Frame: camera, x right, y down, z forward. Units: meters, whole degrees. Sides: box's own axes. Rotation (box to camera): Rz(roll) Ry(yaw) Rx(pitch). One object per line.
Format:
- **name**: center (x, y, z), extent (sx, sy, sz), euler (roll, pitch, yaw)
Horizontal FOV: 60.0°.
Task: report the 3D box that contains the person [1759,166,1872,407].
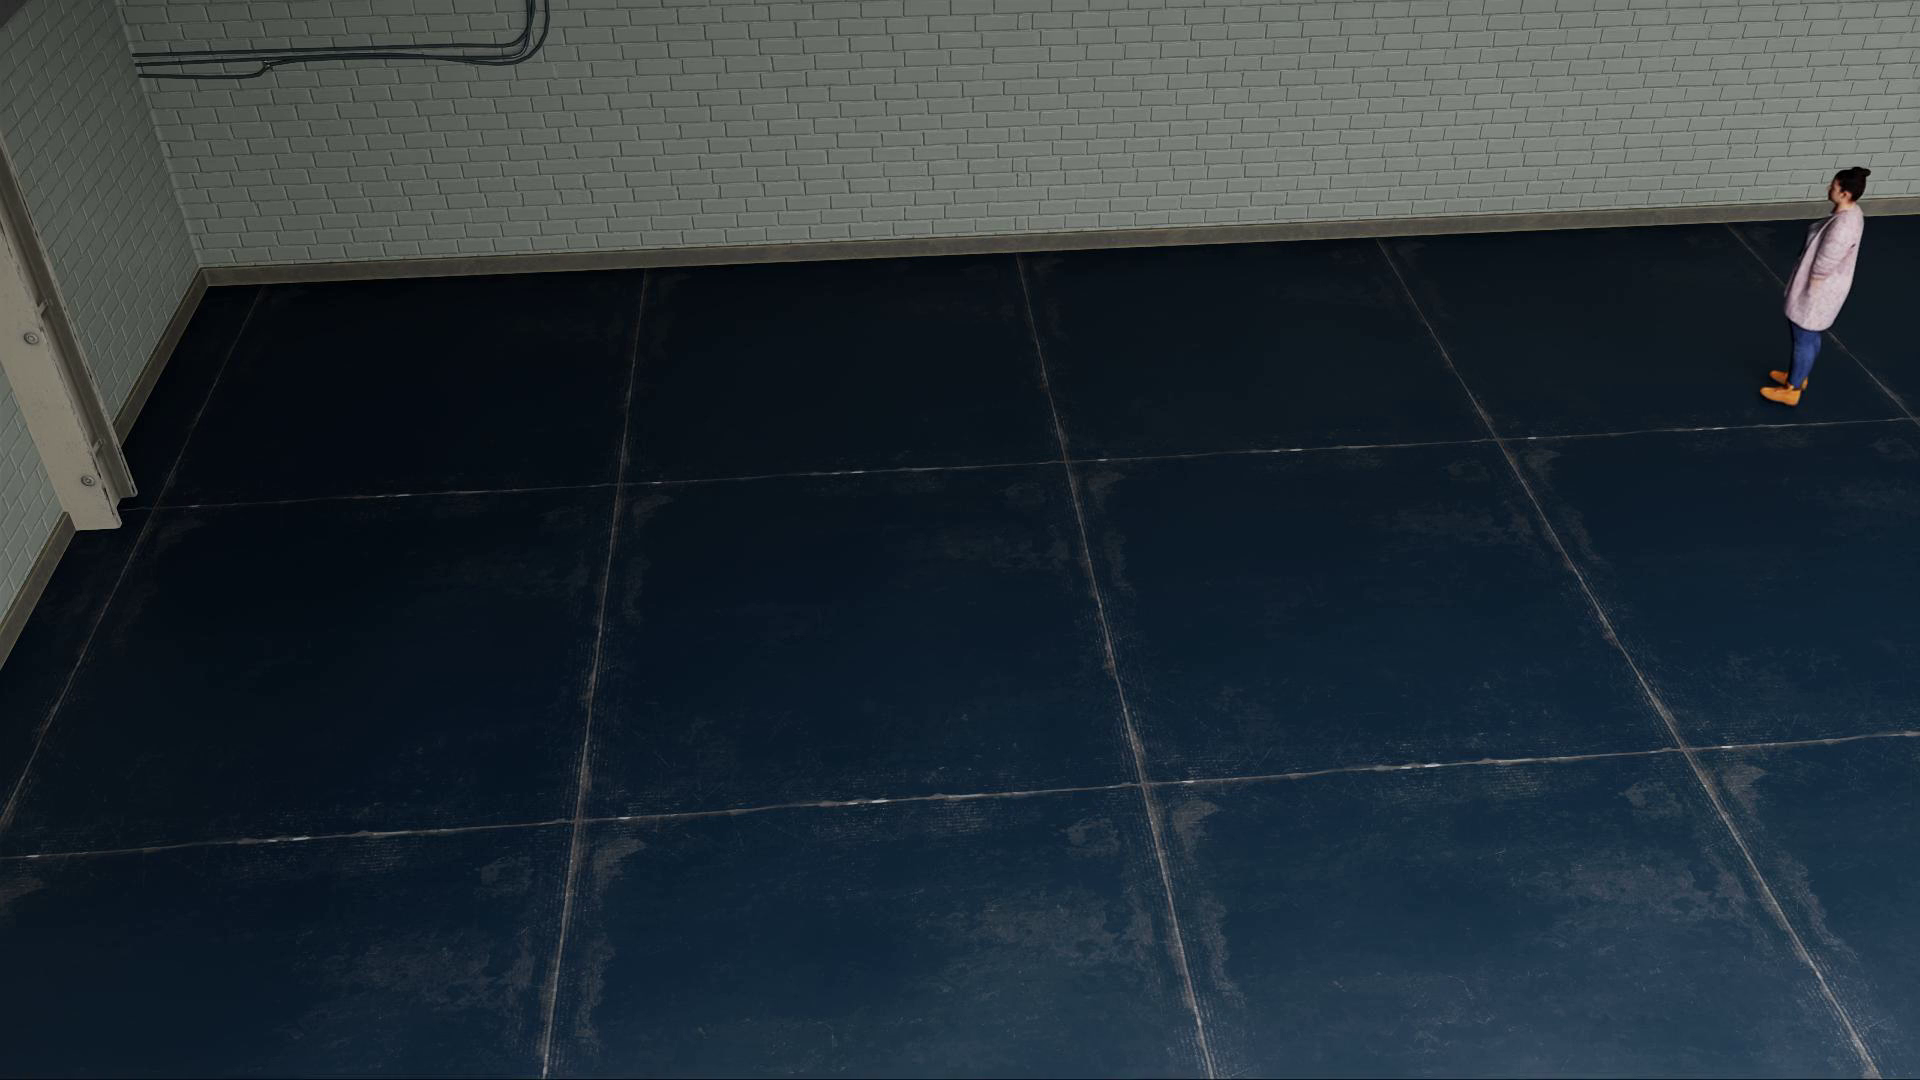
- **person**: center (5.915, -1.744, 11.397), extent (0.846, 1.742, 0.759), euler (20, 42, 24)
